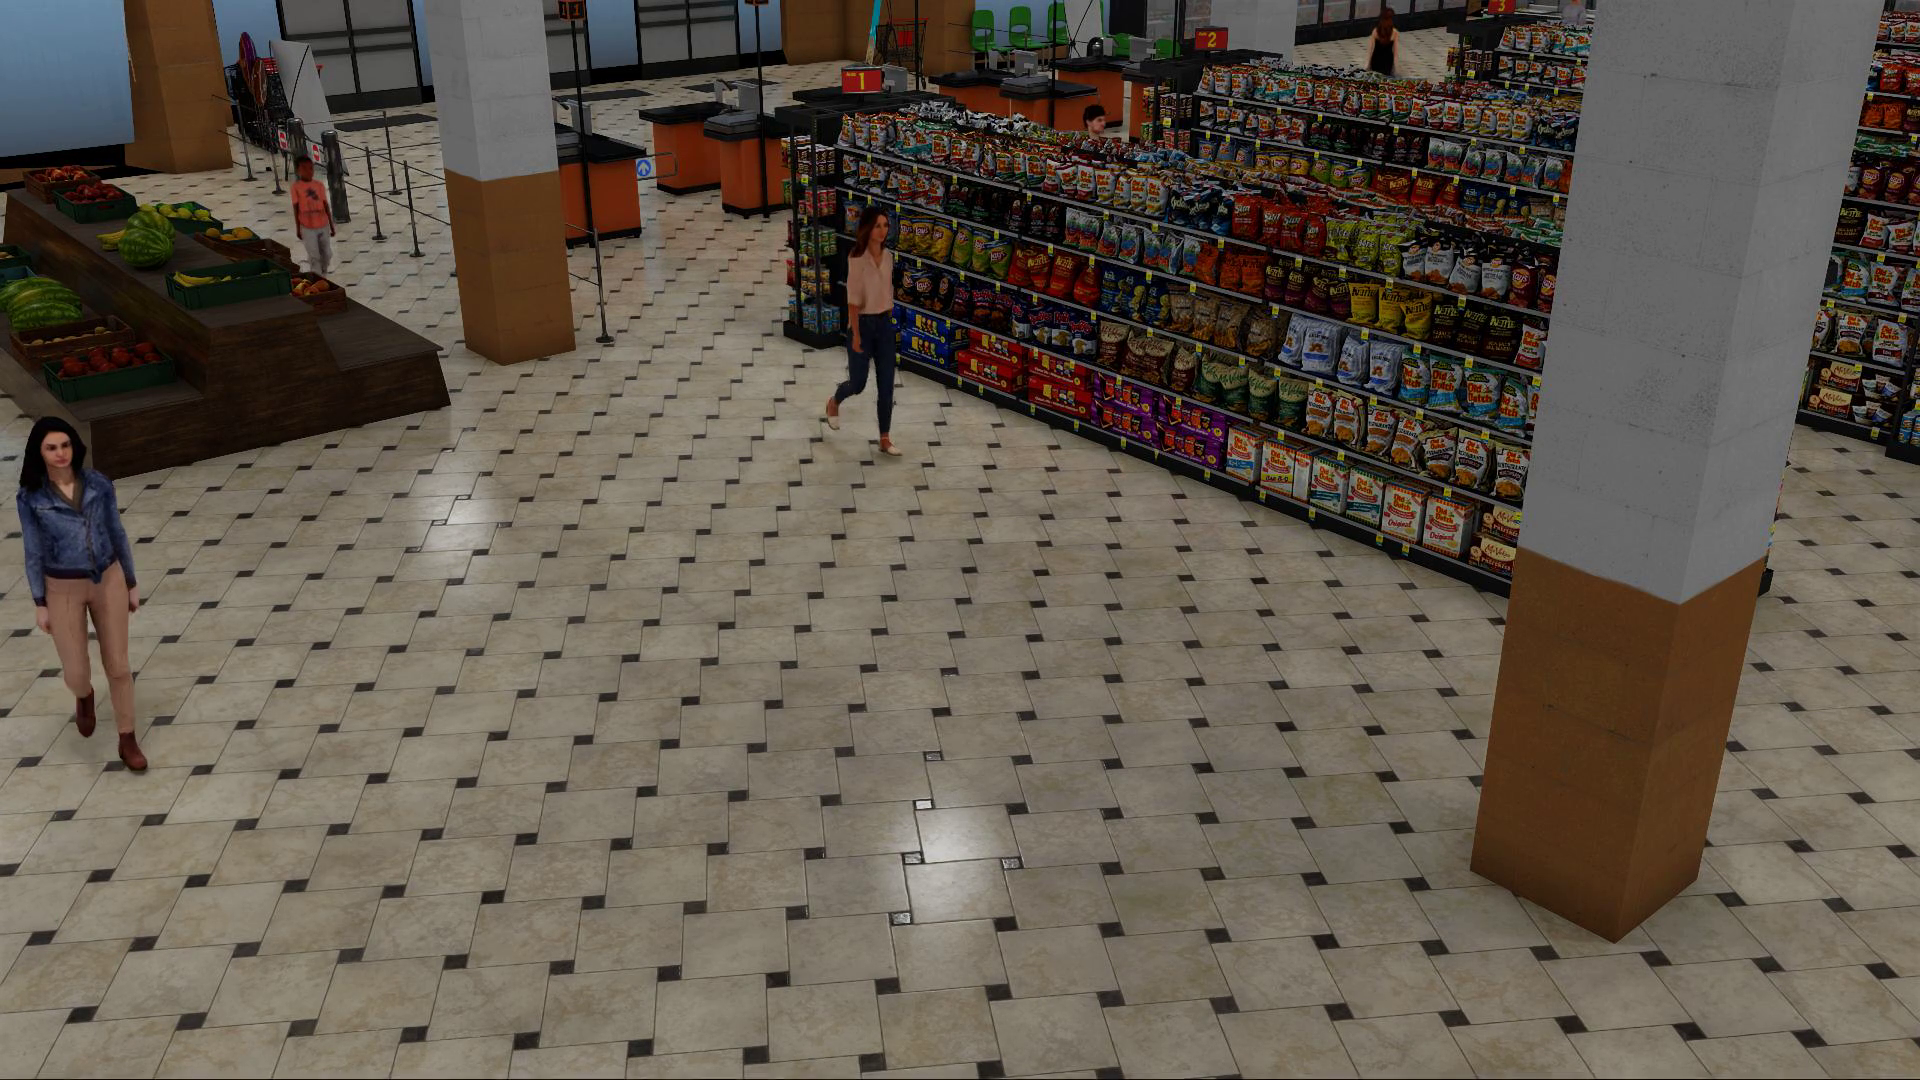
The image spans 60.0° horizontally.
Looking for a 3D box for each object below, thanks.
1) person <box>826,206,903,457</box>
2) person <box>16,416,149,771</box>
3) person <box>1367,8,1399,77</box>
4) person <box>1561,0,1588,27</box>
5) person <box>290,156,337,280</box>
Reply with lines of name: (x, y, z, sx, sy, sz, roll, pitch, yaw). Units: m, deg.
person: (-0.703, -1.498, 11.886, 0.592, 1.768, 1.020, -19, 30, -36)
person: (-4.178, 0.244, 7.906, 0.619, 1.768, 0.800, -17, 29, -34)
person: (6.329, -7.132, 24.958, 0.744, 1.610, 0.805, 3, 24, 7)
person: (9.474, -7.658, 25.817, 0.801, 1.886, 0.635, -9, 25, -19)
person: (-6.219, -3.041, 15.989, 0.569, 1.306, 0.808, -14, 27, -29)
